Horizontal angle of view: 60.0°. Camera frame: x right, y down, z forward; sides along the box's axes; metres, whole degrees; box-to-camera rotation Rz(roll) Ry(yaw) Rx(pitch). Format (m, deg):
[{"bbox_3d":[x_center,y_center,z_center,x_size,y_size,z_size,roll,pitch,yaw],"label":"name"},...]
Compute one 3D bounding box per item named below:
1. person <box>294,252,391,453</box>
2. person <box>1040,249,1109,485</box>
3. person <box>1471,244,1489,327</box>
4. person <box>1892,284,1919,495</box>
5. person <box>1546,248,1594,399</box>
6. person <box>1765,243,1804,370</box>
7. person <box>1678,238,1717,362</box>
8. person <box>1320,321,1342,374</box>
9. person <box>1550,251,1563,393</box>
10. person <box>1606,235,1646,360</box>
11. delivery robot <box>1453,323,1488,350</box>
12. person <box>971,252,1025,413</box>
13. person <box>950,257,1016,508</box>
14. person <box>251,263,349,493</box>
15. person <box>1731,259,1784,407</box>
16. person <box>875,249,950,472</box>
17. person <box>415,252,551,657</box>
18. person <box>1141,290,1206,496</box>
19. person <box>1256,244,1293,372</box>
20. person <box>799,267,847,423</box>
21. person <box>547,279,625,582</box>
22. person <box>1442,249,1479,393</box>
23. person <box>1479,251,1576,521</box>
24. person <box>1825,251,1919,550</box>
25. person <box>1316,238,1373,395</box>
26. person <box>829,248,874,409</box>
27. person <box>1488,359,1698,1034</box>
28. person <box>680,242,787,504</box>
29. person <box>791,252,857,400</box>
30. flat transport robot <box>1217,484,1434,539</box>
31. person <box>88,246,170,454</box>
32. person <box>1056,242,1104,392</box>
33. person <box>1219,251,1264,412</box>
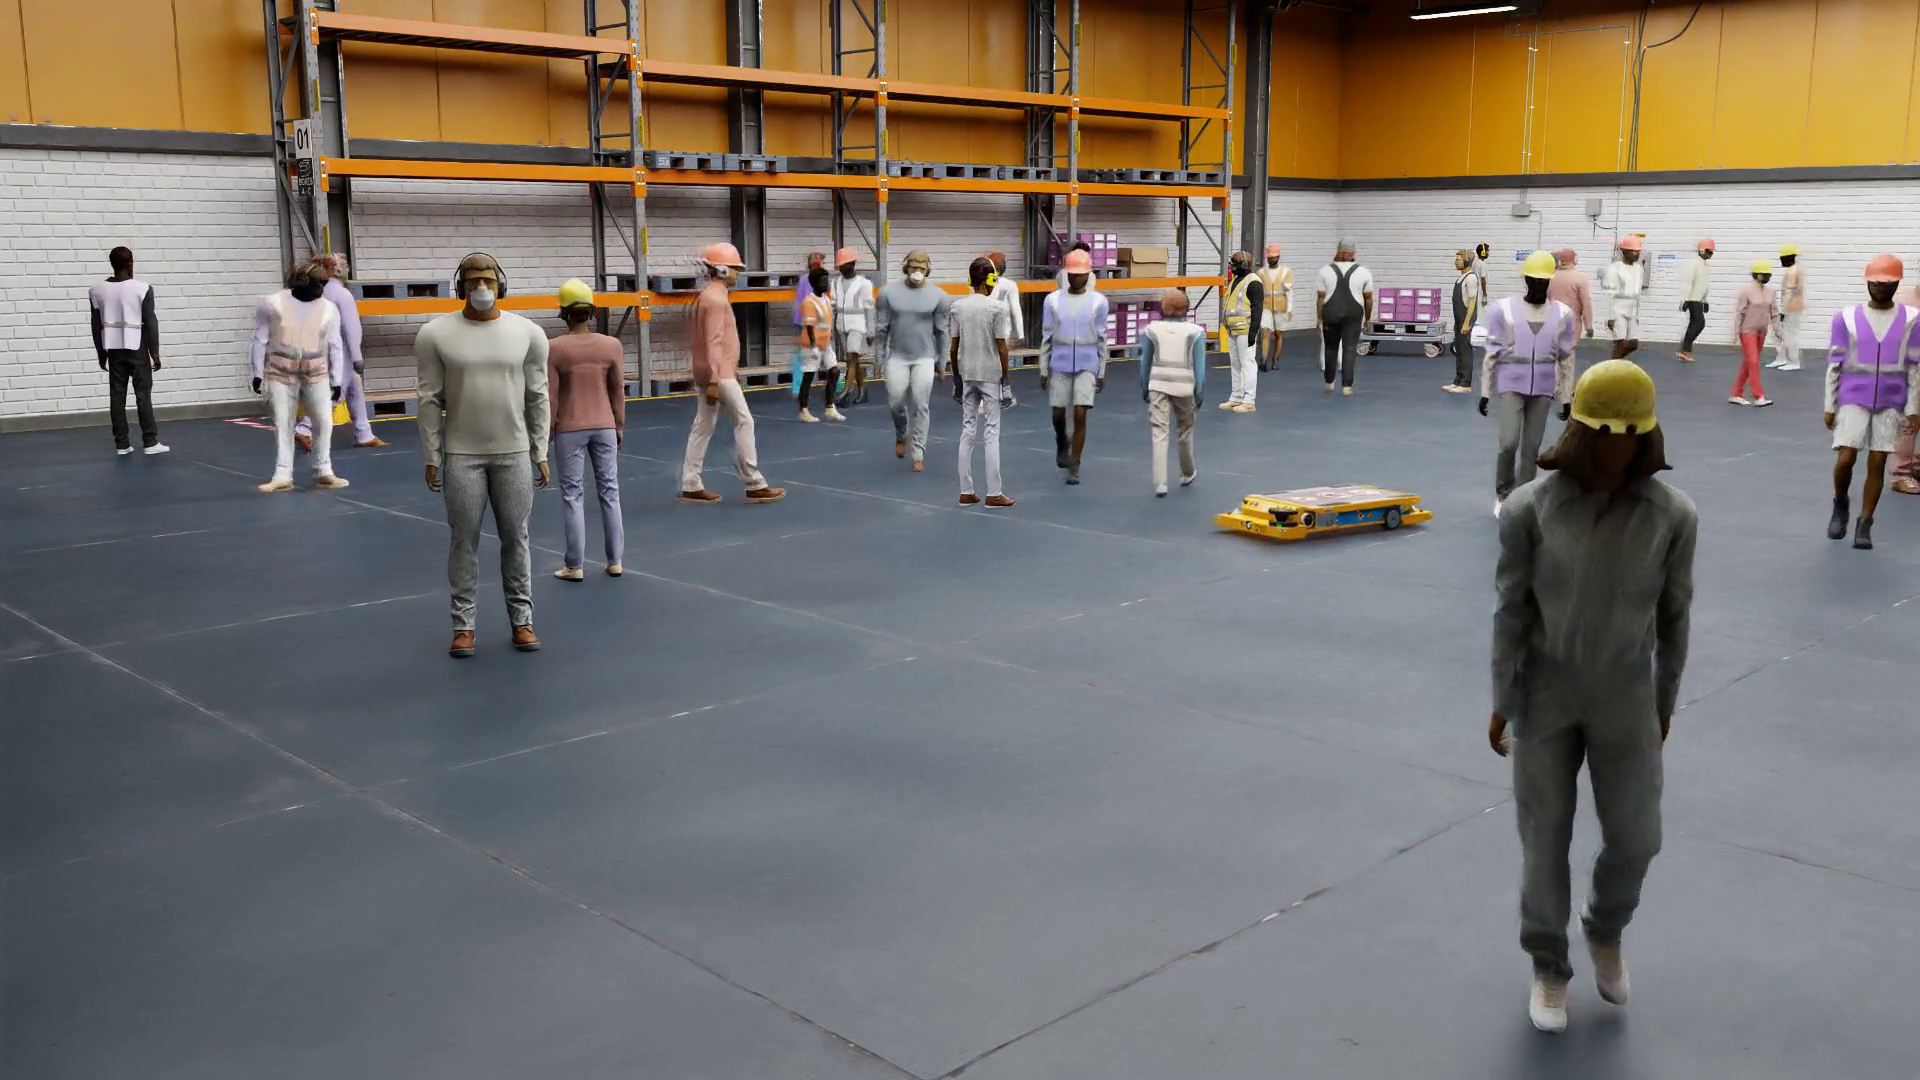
[{"bbox_3d":[-5.873,-1.755,15.597,0.934,1.879,0.642,-8,13,-37],"label":"person"},{"bbox_3d":[0.941,-1.433,13.703,0.568,1.915,0.654,1,10,5],"label":"person"},{"bbox_3d":[9.481,-4.458,30.321,0.328,1.872,0.515,-2,11,-8],"label":"person"},{"bbox_3d":[7.554,-1.282,12.968,0.718,1.883,0.443,-2,10,-8],"label":"person"},{"bbox_3d":[7.534,-2.705,20.747,0.906,1.875,0.650,-6,12,-30],"label":"person"},{"bbox_3d":[12.371,-3.487,24.941,0.639,1.893,0.614,5,12,26],"label":"person"},{"bbox_3d":[11.773,-3.815,26.538,0.491,1.965,0.634,10,14,43],"label":"person"},{"bbox_3d":[5.509,-3.255,24.519,0.510,1.589,0.870,0,10,0],"label":"person"},{"bbox_3d":[7.561,-2.758,21.170,0.541,1.827,0.667,9,14,42],"label":"person"},{"bbox_3d":[8.657,-2.970,21.794,0.610,2.025,0.570,-5,11,-25],"label":"person"},{"bbox_3d":[8.658,-3.397,27.868,0.707,0.478,0.477,6,12,30],"label":"delivery robot"},{"bbox_3d":[0.425,-2.373,19.067,0.598,1.832,1.005,6,12,30],"label":"person"},{"bbox_3d":[0.164,-1.169,12.403,0.517,1.865,0.328,7,12,32],"label":"person"},{"bbox_3d":[-5.246,-1.266,13.117,0.737,1.809,0.433,-5,12,-27],"label":"person"},{"bbox_3d":[9.436,-2.421,19.574,0.543,1.728,0.849,-4,11,-19],"label":"person"},{"bbox_3d":[-0.404,-1.550,14.356,0.654,1.910,0.615,0,10,2],"label":"person"},{"bbox_3d":[-2.288,-0.409,8.054,0.630,1.940,0.372,-4,11,-20],"label":"person"},{"bbox_3d":[1.679,-1.167,13.109,0.529,1.590,0.858,3,11,16],"label":"person"},{"bbox_3d":[4.658,-3.439,24.724,0.568,1.886,0.984,3,11,14],"label":"person"},{"bbox_3d":[-1.479,-2.078,17.864,0.625,1.671,0.552,4,11,21],"label":"person"},{"bbox_3d":[-2.214,-0.637,9.761,0.523,1.772,0.307,-7,12,-33],"label":"person"},{"bbox_3d":[6.454,-2.803,21.364,0.345,1.846,0.506,0,10,1],"label":"person"},{"bbox_3d":[3.964,-1.048,11.599,0.627,1.910,0.419,1,10,4],"label":"person"},{"bbox_3d":[5.888,-0.889,10.730,0.541,1.923,0.391,4,11,23],"label":"person"},{"bbox_3d":[4.942,-2.906,21.391,0.700,2.000,1.046,3,11,15],"label":"person"},{"bbox_3d":[-1.322,-2.496,19.645,0.536,1.866,0.993,7,12,32],"label":"person"},{"bbox_3d":[1.573,0.407,4.184,0.480,1.724,0.362,3,11,16],"label":"person"},{"bbox_3d":[-1.714,-1.239,12.522,0.906,1.959,0.629,-3,11,-18],"label":"person"},{"bbox_3d":[-1.733,-2.645,20.603,0.918,1.802,0.597,-8,13,-36],"label":"person"},{"bbox_3d":[2.540,-0.210,11.519,1.431,0.197,0.652,-7,12,-32],"label":"flat transport robot"},{"bbox_3d":[-7.700,-1.741,15.373,0.590,1.920,0.398,0,10,0],"label":"person"},{"bbox_3d":[1.539,-2.866,21.477,0.623,1.921,0.906,7,12,33],"label":"person"},{"bbox_3d":[3.229,-2.391,19.128,0.429,1.841,0.634,-3,11,-17],"label":"person"}]
